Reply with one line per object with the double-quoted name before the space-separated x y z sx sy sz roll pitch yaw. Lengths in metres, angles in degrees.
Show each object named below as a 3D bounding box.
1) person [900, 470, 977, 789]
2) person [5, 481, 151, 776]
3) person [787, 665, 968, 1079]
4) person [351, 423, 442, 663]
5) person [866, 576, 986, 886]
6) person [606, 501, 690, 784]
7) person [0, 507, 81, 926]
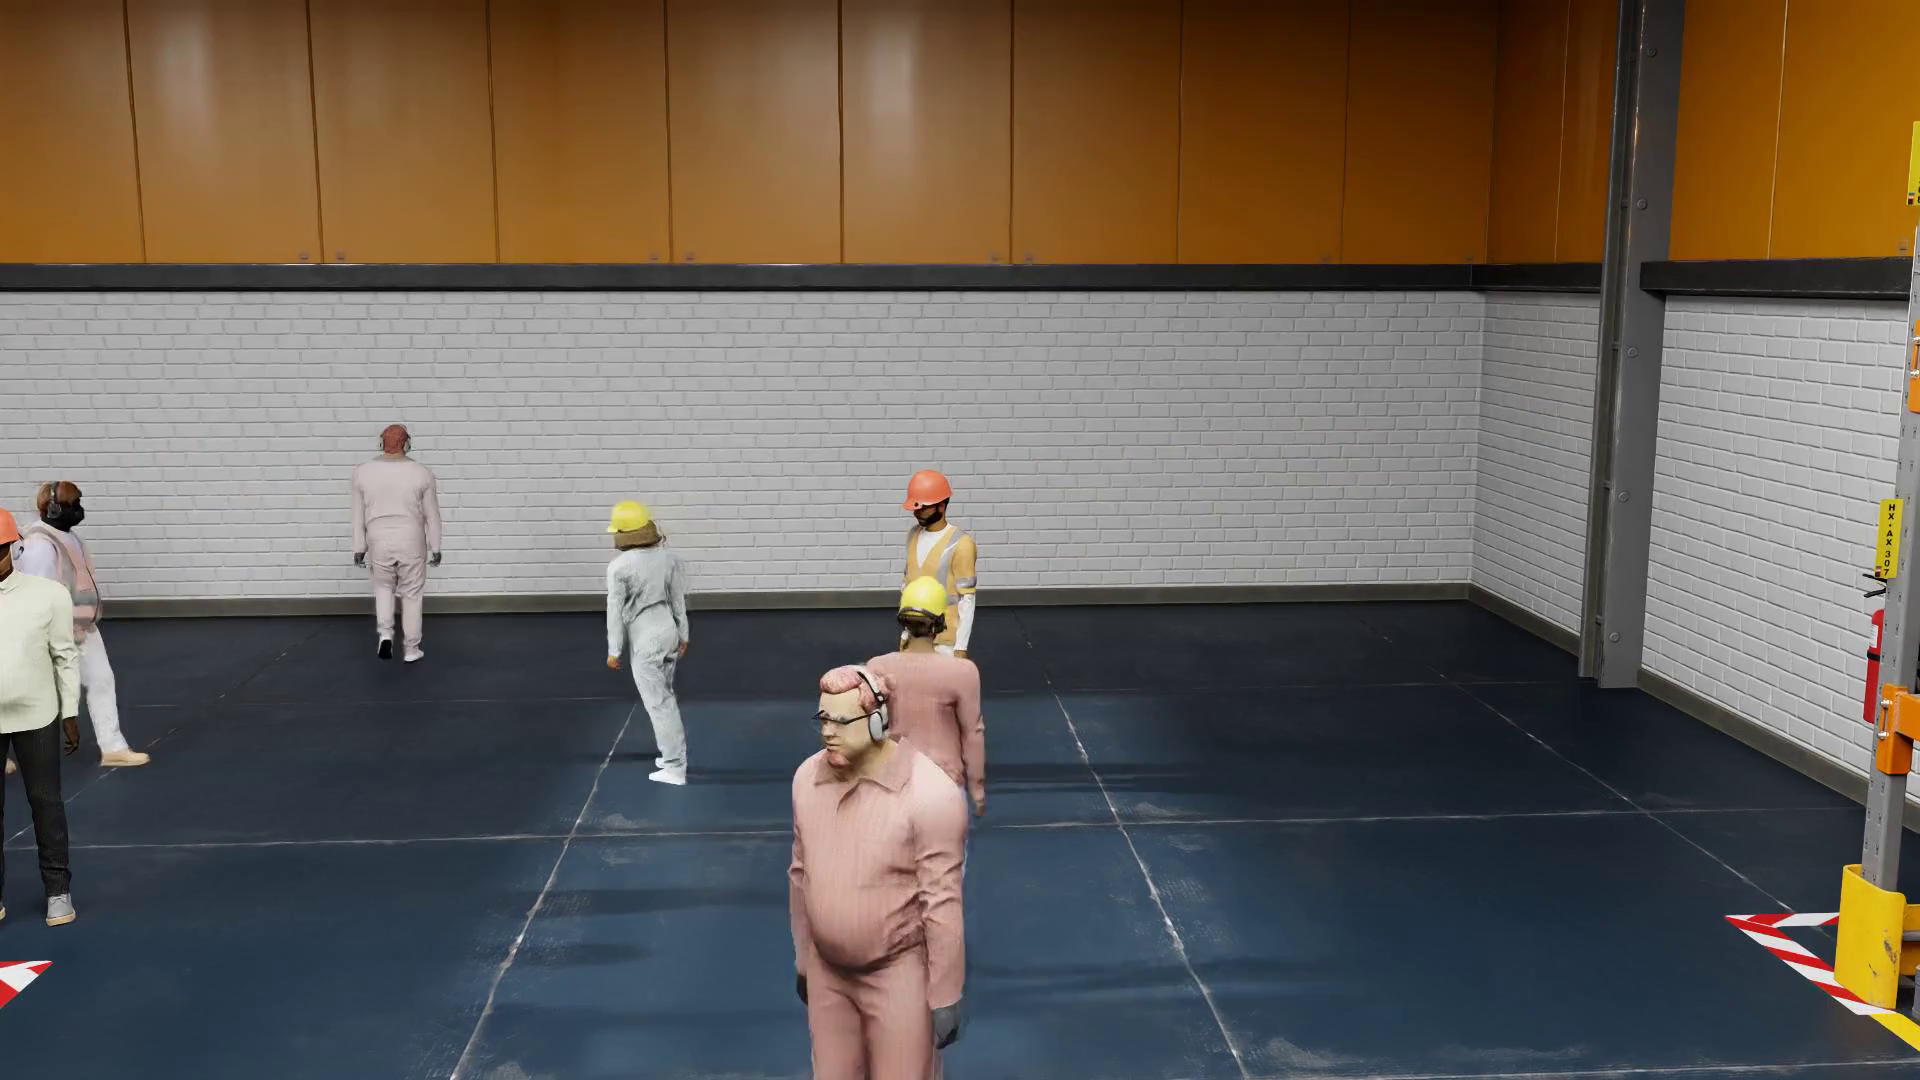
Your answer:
"person" -0.160 0.547 9.634 0.543 1.928 0.373 9 13 44
"person" -5.526 0.538 10.090 0.907 1.808 0.626 -1 9 -5
"person" -0.228 1.285 5.114 0.669 1.888 0.599 6 11 35
"person" -4.371 0.033 12.977 0.665 1.888 0.433 -1 9 -6
"person" -0.167 1.037 7.074 0.549 1.760 0.487 3 9 16
"person" -1.849 0.614 9.898 0.477 1.708 0.519 7 11 37
"person" -4.409 0.822 7.700 0.614 1.994 0.381 -4 10 -22
